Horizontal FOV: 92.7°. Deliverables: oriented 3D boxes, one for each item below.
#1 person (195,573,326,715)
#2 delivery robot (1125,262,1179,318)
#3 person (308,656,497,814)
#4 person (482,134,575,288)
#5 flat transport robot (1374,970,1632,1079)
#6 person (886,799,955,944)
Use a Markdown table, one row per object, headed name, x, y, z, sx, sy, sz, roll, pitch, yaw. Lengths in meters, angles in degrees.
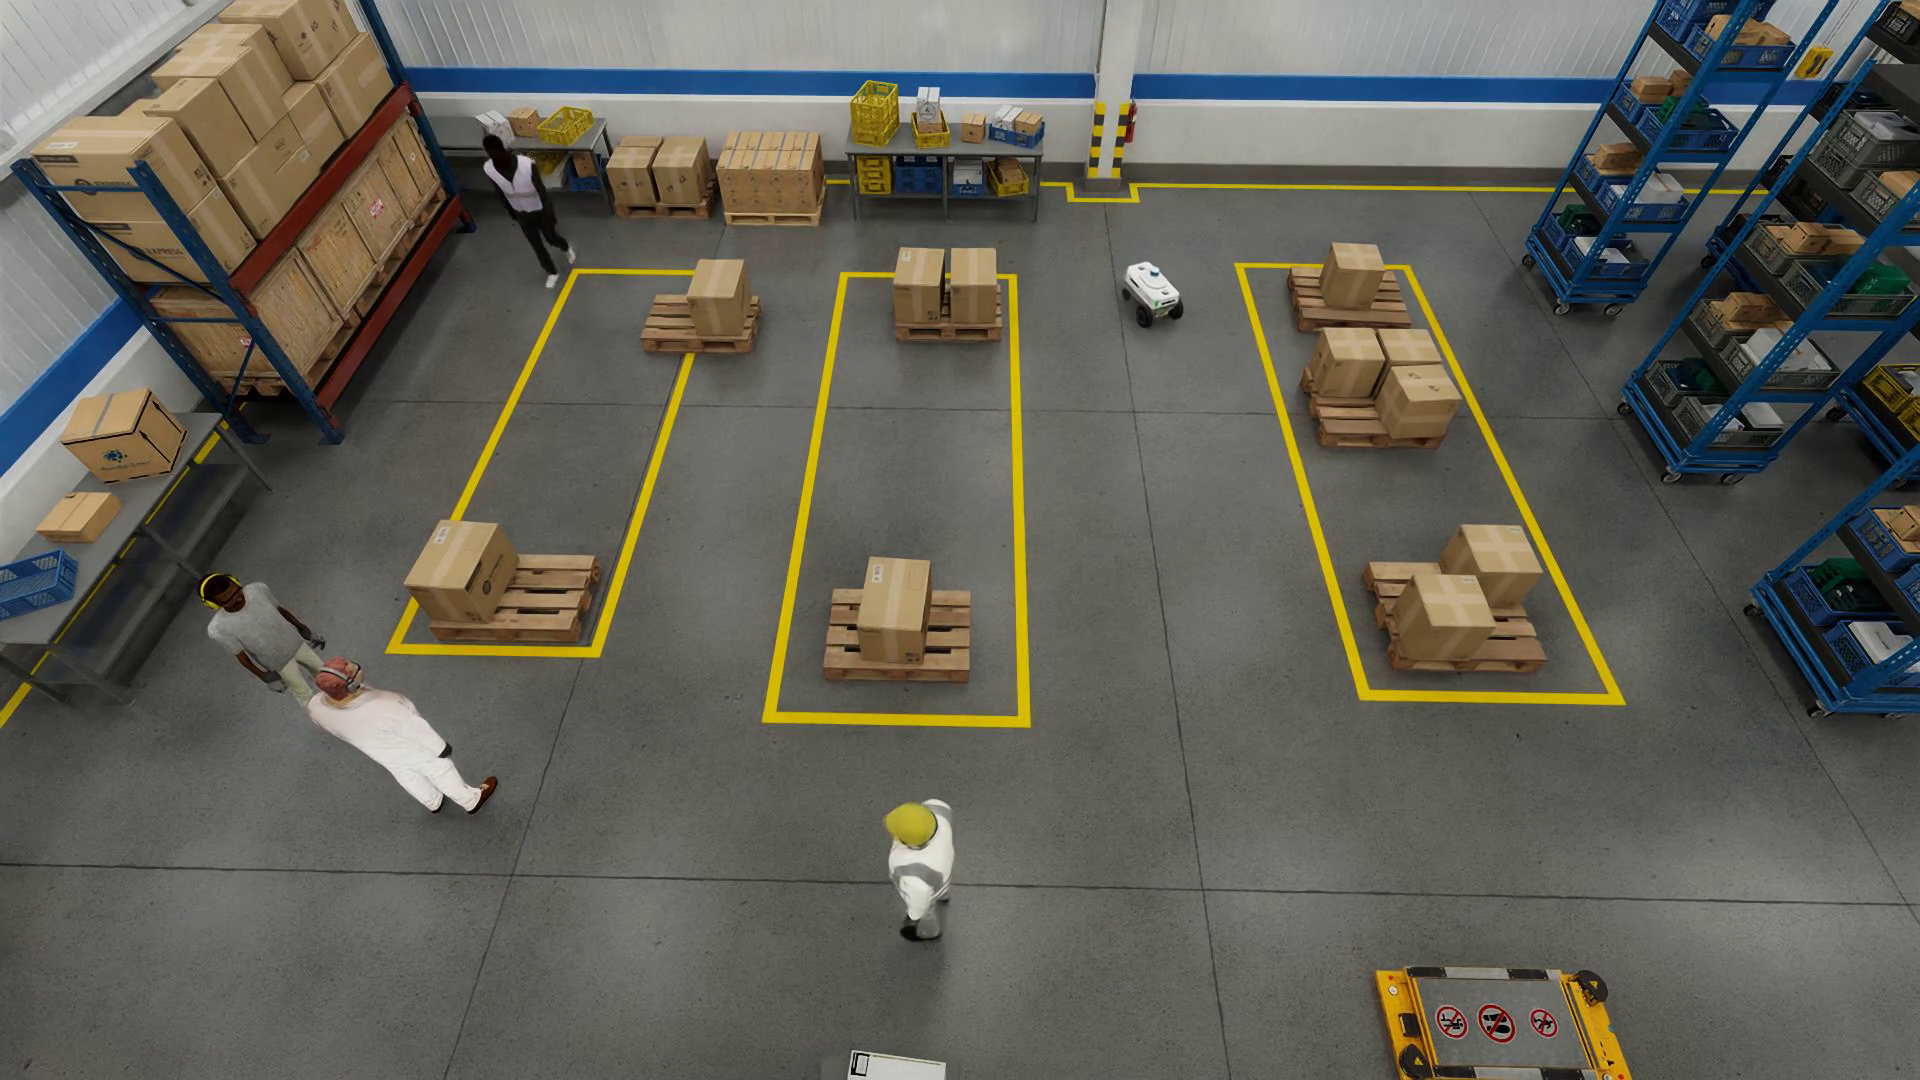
| name | x | y | z | sx | sy | sz | roll | pitch | yaw |
| --- | --- | --- | --- | --- | --- | --- | --- | --- | --- |
| person | -4.949 | 0.847 | 6.753 | 0.328 | 1.872 | 0.513 | 8 | 51 | 7 |
| delivery robot | 2.221 | -2.927 | 10.614 | 0.477 | 0.478 | 0.707 | -19 | 53 | -15 |
| person | -3.835 | 1.373 | 6.301 | 0.644 | 1.908 | 0.408 | 4 | 51 | 3 |
| person | -4.954 | -3.842 | 10.567 | 0.609 | 1.884 | 0.615 | -2 | 51 | -1 |
| flat transport robot | 3.501 | 3.133 | 5.914 | 1.431 | 0.197 | 0.652 | 1 | 51 | 1 |
| person | -0.238 | 2.087 | 5.768 | 0.404 | 1.830 | 0.600 | 9 | 51 | 7 |
